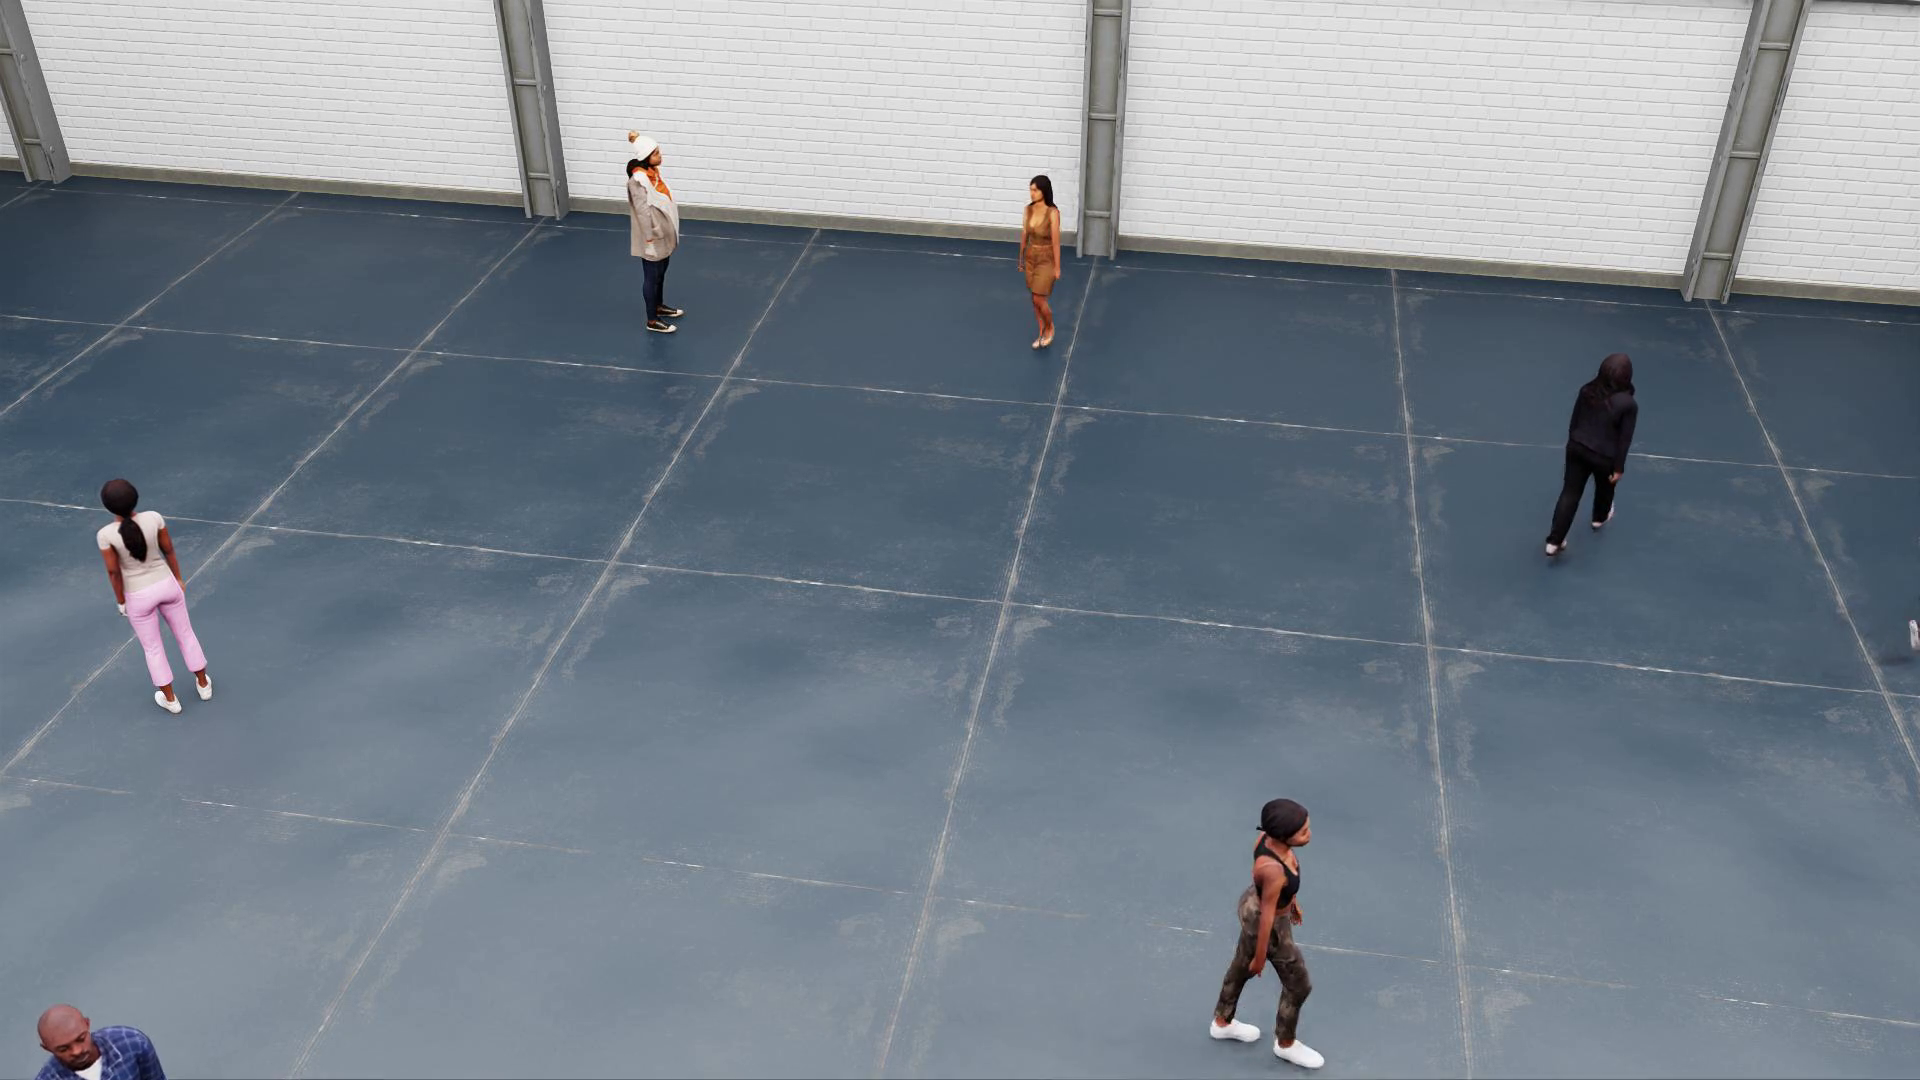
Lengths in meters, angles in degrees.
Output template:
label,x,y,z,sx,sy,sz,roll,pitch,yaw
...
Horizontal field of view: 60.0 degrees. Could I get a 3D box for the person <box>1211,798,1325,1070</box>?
label,x,y,z,sx,sy,sz,roll,pitch,yaw
person,1.445,1.938,8.336,0.800,1.679,0.600,3,34,5

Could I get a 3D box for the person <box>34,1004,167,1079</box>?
label,x,y,z,sx,sy,sz,roll,pitch,yaw
person,-3.647,2.600,7.224,0.947,1.806,1.054,-29,43,-36

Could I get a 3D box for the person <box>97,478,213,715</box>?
label,x,y,z,sx,sy,sz,roll,pitch,yaw
person,-5.186,0.349,10.675,0.651,1.736,0.688,-27,42,-35

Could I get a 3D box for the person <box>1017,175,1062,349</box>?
label,x,y,z,sx,sy,sz,roll,pitch,yaw
person,0.795,-2.508,15.028,0.761,1.674,0.677,-29,43,-36

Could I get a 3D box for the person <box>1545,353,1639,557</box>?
label,x,y,z,sx,sy,sz,roll,pitch,yaw
person,4.625,-0.585,12.226,1.169,1.573,1.115,28,43,35

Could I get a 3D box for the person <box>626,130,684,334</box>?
label,x,y,z,sx,sy,sz,roll,pitch,yaw
person,-2.856,-2.870,15.377,0.687,1.890,0.713,2,34,3
